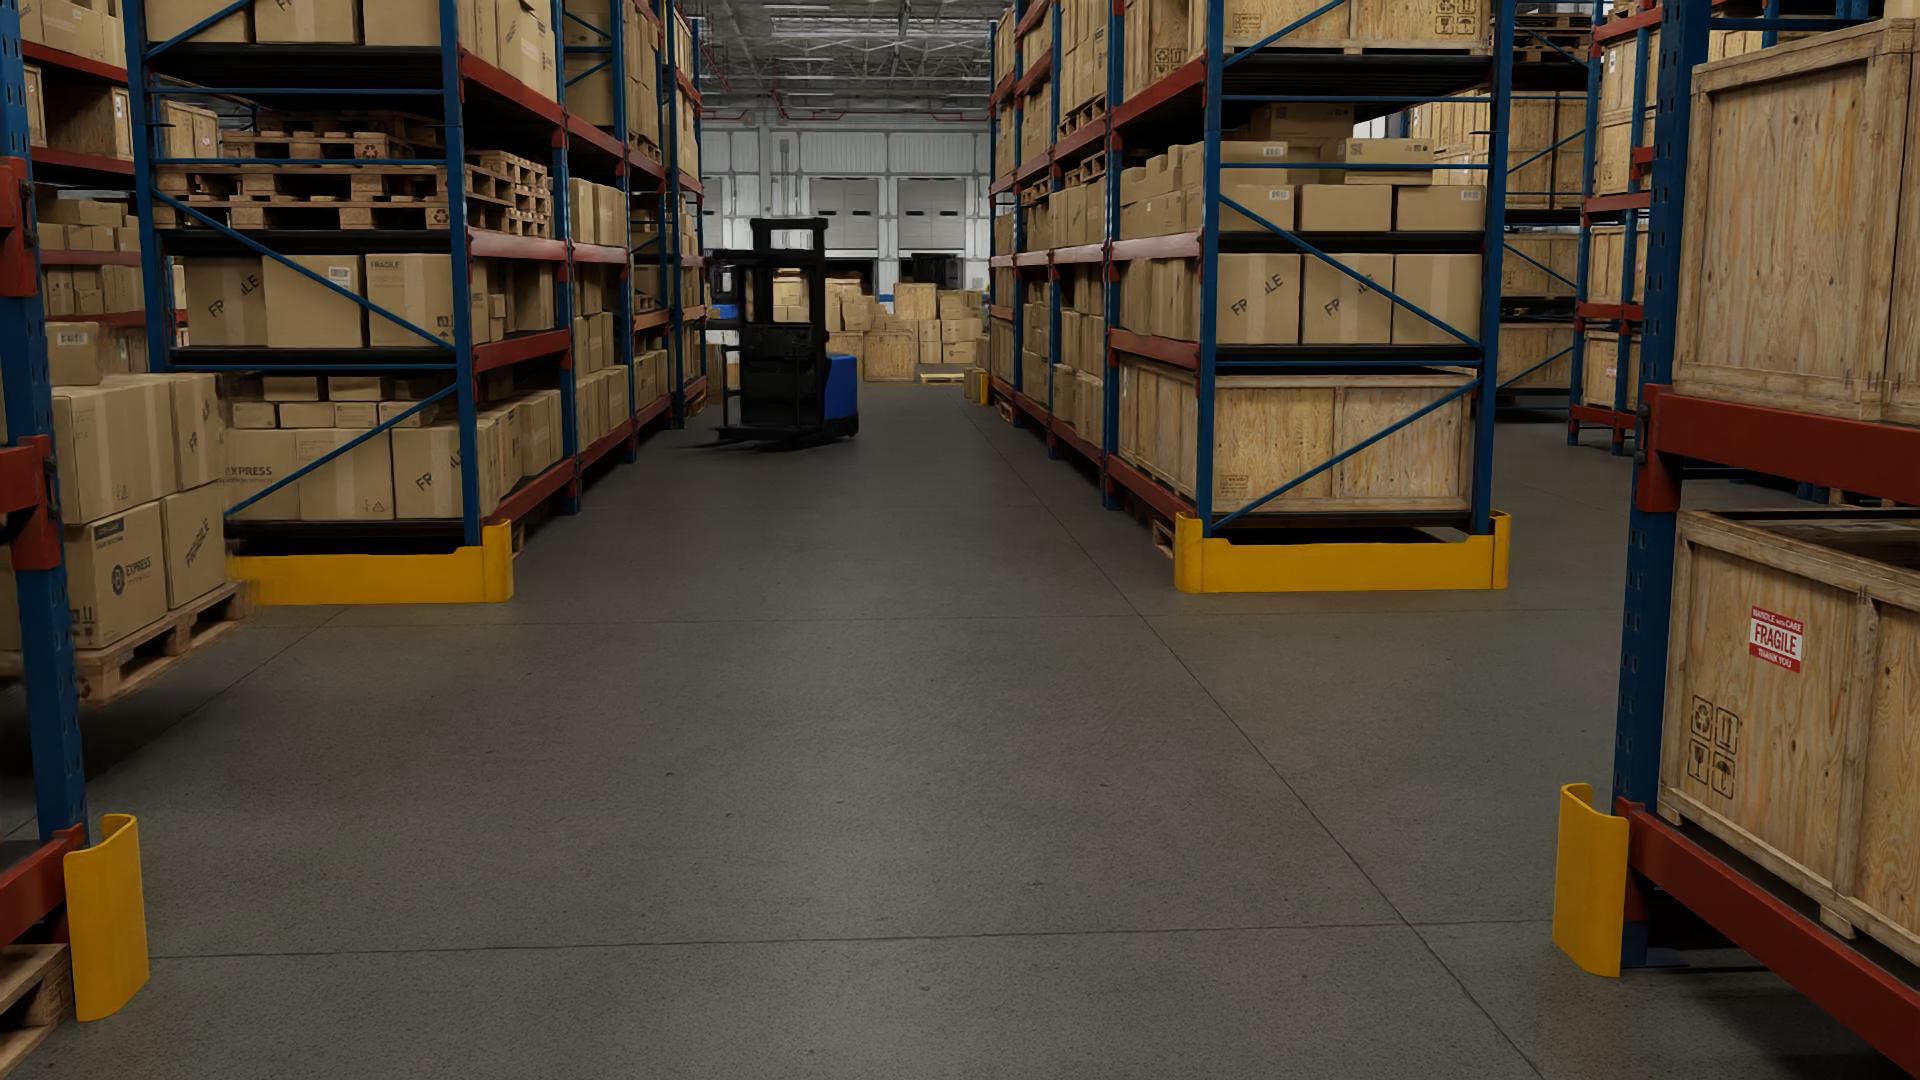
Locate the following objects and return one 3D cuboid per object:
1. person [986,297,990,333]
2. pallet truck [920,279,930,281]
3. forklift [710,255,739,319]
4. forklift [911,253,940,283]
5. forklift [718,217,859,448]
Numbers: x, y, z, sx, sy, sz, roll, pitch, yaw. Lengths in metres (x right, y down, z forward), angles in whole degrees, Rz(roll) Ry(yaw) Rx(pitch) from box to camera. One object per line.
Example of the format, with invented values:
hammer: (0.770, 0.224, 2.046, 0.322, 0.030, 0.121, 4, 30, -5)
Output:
person: (0.839, -5.509, 42.866, 0.378, 1.627, 0.520, 4, 10, 22)
pallet truck: (-0.932, -8.922, 63.114, 1.885, 1.965, 0.823, 2, 9, 13)
forklift: (-8.368, -8.713, 59.038, 1.129, 2.768, 1.873, -1, 9, -4)
forklift: (-1.098, -7.823, 53.451, 1.129, 2.768, 1.873, -6, 11, -32)
forklift: (-2.117, -2.635, 20.876, 1.129, 2.768, 1.873, 3, 10, 21)
